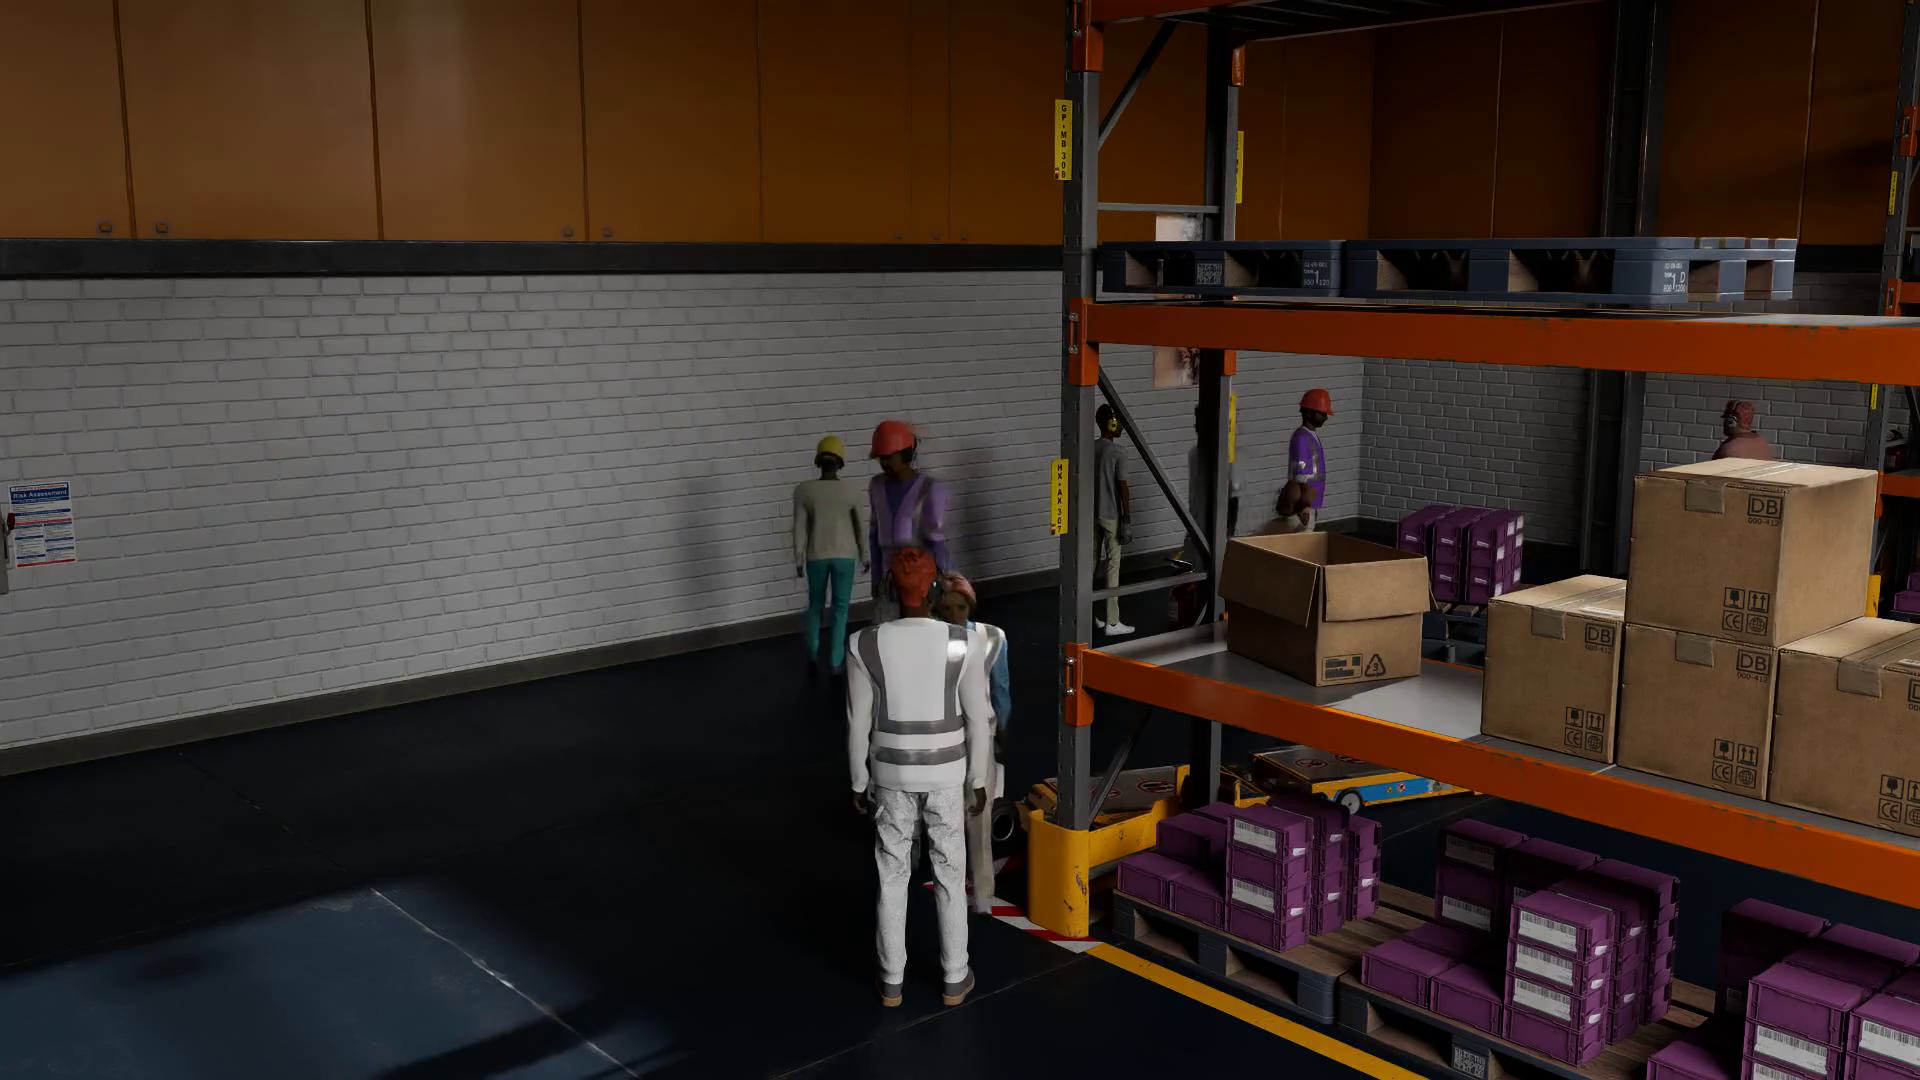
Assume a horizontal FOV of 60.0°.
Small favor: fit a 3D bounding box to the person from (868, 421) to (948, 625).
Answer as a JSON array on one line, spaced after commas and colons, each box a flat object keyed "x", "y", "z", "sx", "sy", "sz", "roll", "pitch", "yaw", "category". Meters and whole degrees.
[{"x": -0.345, "y": 0.248, "z": 10.495, "sx": 0.655, "sy": 2.013, "sz": 0.501, "roll": 7, "pitch": 12, "yaw": 37, "category": "person"}]

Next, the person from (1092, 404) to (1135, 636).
[{"x": 1.170, "y": -0.167, "z": 13.374, "sx": 0.534, "sy": 1.863, "sz": 0.310, "roll": 9, "pitch": 13, "yaw": 44, "category": "person"}]

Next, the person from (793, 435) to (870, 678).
[{"x": -0.922, "y": 0.121, "z": 12.001, "sx": 0.532, "sy": 1.754, "sz": 0.383, "roll": 1, "pitch": 10, "yaw": 8, "category": "person"}]

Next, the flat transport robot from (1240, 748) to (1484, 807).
[{"x": 2.287, "y": 1.310, "z": 9.384, "sx": 1.431, "sy": 0.197, "sz": 0.652, "roll": -4, "pitch": 10, "yaw": -22, "category": "flat transport robot"}]

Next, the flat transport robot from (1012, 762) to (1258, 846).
[{"x": 0.974, "y": 1.408, "z": 8.809, "sx": 1.431, "sy": 0.197, "sz": 0.652, "roll": -3, "pitch": 10, "yaw": -18, "category": "flat transport robot"}]

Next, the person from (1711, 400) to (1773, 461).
[{"x": 6.109, "y": -0.154, "z": 13.175, "sx": 0.646, "sy": 1.907, "sz": 0.401, "roll": -7, "pitch": 12, "yaw": -37, "category": "person"}]

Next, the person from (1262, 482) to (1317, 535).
[{"x": 2.181, "y": 0.423, "z": 10.645, "sx": 0.655, "sy": 1.615, "sz": 0.530, "roll": -6, "pitch": 11, "yaw": -30, "category": "person"}]

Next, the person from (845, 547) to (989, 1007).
[{"x": -0.170, "y": 0.958, "z": 6.722, "sx": 0.573, "sy": 1.887, "sz": 0.355, "roll": 0, "pitch": 10, "yaw": 1, "category": "person"}]

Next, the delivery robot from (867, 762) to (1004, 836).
[{"x": -0.122, "y": 1.278, "z": 8.467, "sx": 0.707, "sy": 0.478, "sz": 0.477, "roll": -8, "pitch": 12, "yaw": -38, "category": "delivery robot"}]

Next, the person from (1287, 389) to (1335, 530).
[{"x": 2.946, "y": -0.314, "z": 14.047, "sx": 0.369, "sy": 1.929, "sz": 0.542, "roll": 3, "pitch": 10, "yaw": 18, "category": "person"}]

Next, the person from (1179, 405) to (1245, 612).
[{"x": 1.968, "y": -0.118, "z": 12.844, "sx": 0.469, "sy": 1.948, "sz": 0.604, "roll": -6, "pitch": 11, "yaw": -30, "category": "person"}]

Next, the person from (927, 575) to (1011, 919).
[{"x": -0.012, "y": 0.936, "z": 7.731, "sx": 0.537, "sy": 1.586, "sz": 0.903, "roll": -1, "pitch": 10, "yaw": -7, "category": "person"}]
